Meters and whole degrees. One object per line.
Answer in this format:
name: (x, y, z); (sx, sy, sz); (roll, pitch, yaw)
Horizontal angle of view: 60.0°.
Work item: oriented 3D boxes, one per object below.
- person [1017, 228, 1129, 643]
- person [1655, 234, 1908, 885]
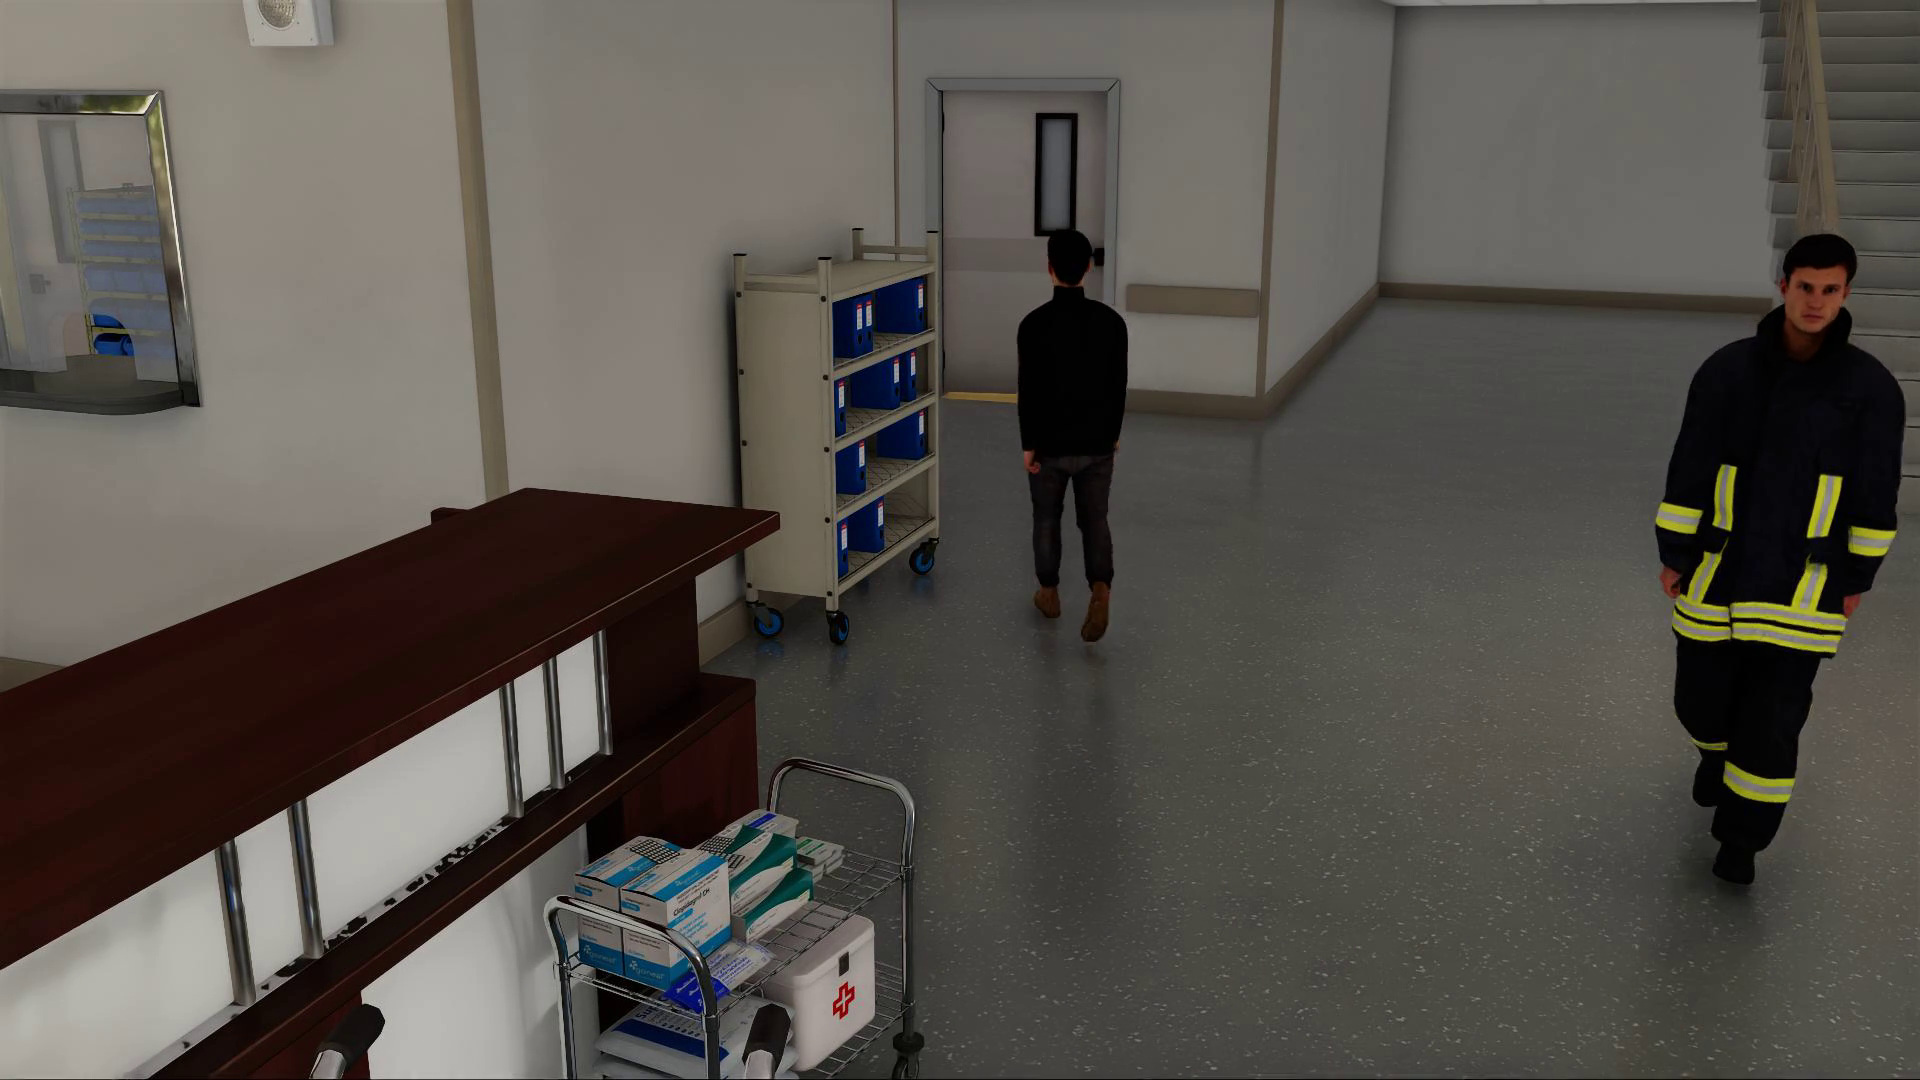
person: (0.489, -0.423, 6.991); (0.916, 1.705, 1.103); (-2, 16, -6)
person: (2.406, 0.042, 4.958); (0.885, 1.914, 1.021); (9, 18, 29)
